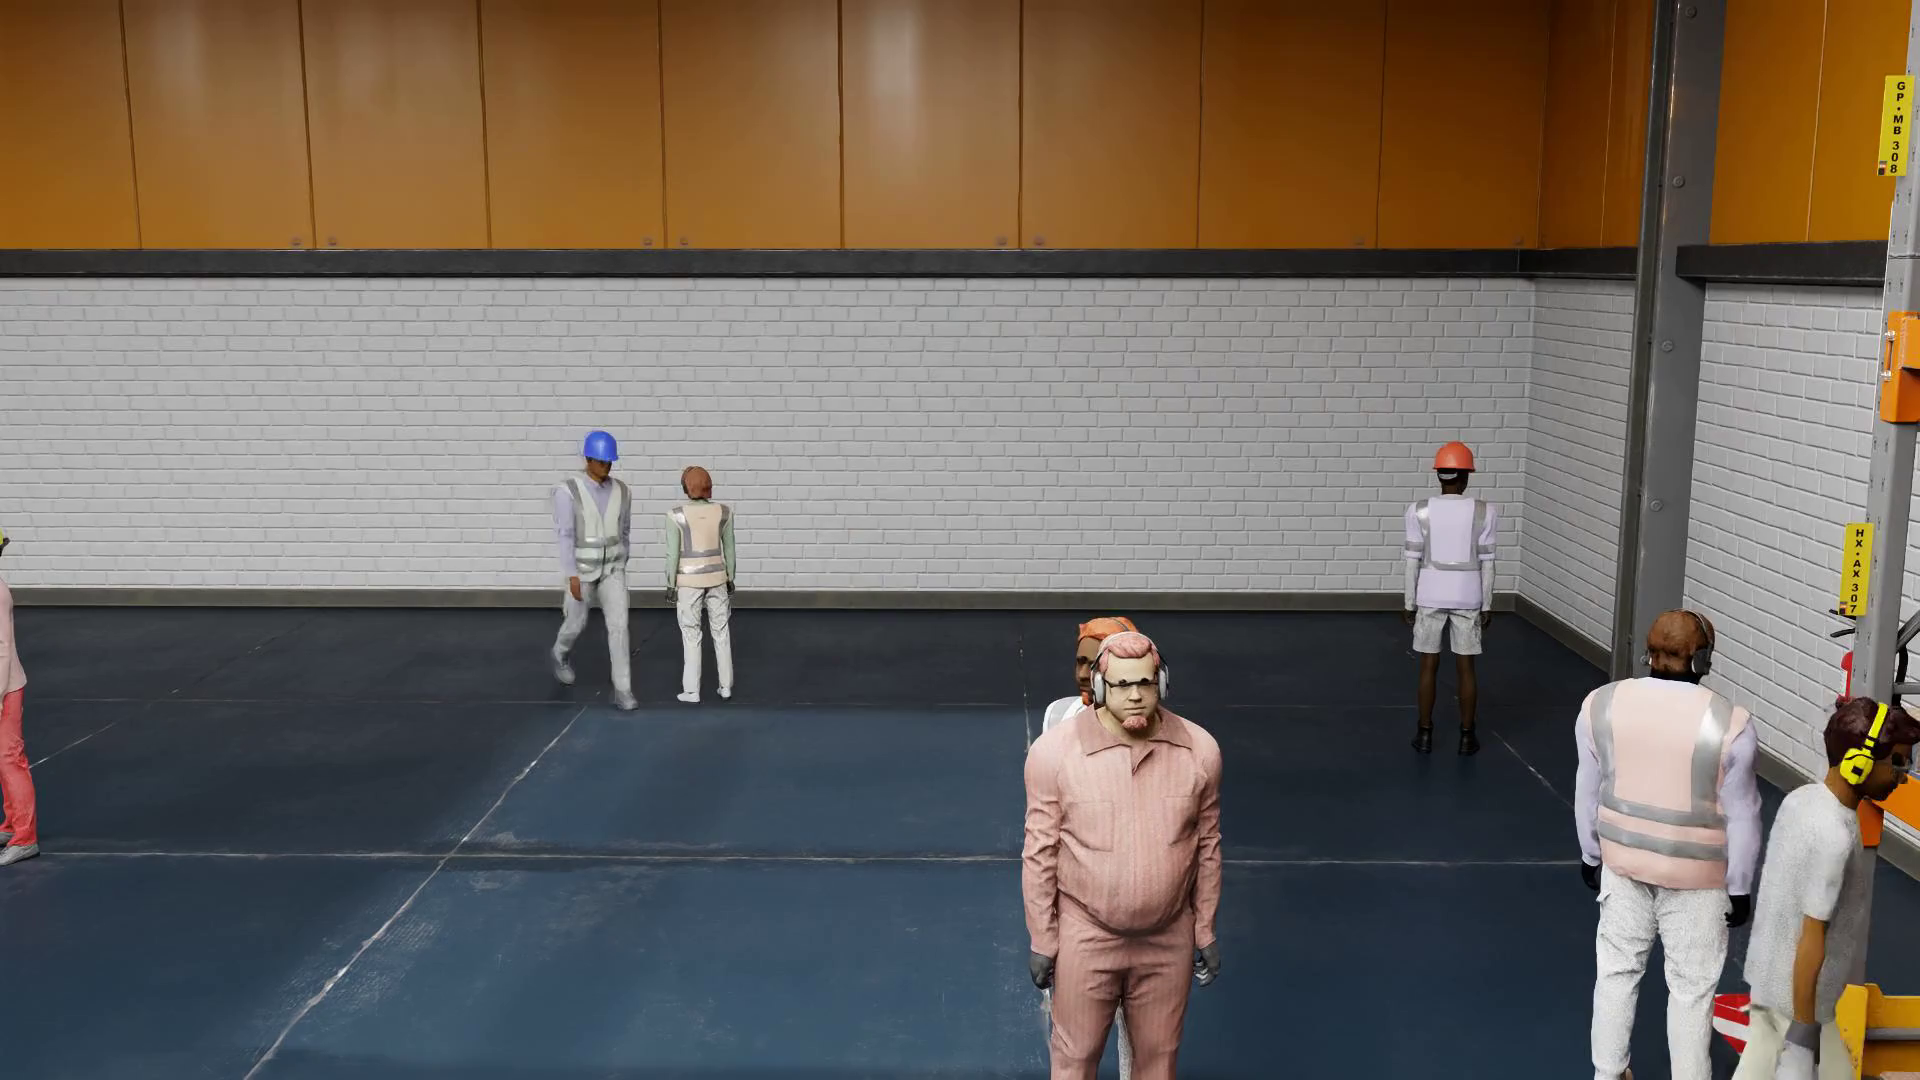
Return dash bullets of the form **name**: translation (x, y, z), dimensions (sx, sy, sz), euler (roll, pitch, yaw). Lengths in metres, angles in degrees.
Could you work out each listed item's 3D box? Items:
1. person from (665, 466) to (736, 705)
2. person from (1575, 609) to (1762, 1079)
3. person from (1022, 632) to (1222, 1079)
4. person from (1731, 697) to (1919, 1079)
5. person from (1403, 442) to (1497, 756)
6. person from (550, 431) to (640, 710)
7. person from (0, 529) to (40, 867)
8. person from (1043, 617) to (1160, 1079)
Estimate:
- **person**: translation (-1.777, 0.311, 11.418), dimensions (0.523, 1.636, 0.310), euler (-6, 11, -31)
- **person**: translation (2.471, 1.146, 5.824), dimensions (0.621, 1.838, 0.429), euler (9, 13, 42)
- **person**: translation (0.514, 1.220, 5.167), dimensions (0.641, 1.908, 0.407), euler (-2, 10, -10)
- **person**: translation (2.412, 1.336, 4.814), dimensions (0.784, 1.851, 0.606), euler (2, 10, 15)
- **person**: translation (3.000, 0.363, 10.224), dimensions (0.543, 1.932, 0.376), euler (3, 10, 16)
- **person**: translation (-2.545, 0.175, 11.442), dimensions (0.581, 1.907, 0.920), euler (-7, 12, -36)
- **person**: translation (-4.876, 0.753, 8.374), dimensions (0.307, 1.772, 0.525), euler (-7, 12, -36)
- **person**: translation (0.464, 1.177, 5.495), dimensions (0.575, 1.885, 0.355), euler (8, 13, 41)
